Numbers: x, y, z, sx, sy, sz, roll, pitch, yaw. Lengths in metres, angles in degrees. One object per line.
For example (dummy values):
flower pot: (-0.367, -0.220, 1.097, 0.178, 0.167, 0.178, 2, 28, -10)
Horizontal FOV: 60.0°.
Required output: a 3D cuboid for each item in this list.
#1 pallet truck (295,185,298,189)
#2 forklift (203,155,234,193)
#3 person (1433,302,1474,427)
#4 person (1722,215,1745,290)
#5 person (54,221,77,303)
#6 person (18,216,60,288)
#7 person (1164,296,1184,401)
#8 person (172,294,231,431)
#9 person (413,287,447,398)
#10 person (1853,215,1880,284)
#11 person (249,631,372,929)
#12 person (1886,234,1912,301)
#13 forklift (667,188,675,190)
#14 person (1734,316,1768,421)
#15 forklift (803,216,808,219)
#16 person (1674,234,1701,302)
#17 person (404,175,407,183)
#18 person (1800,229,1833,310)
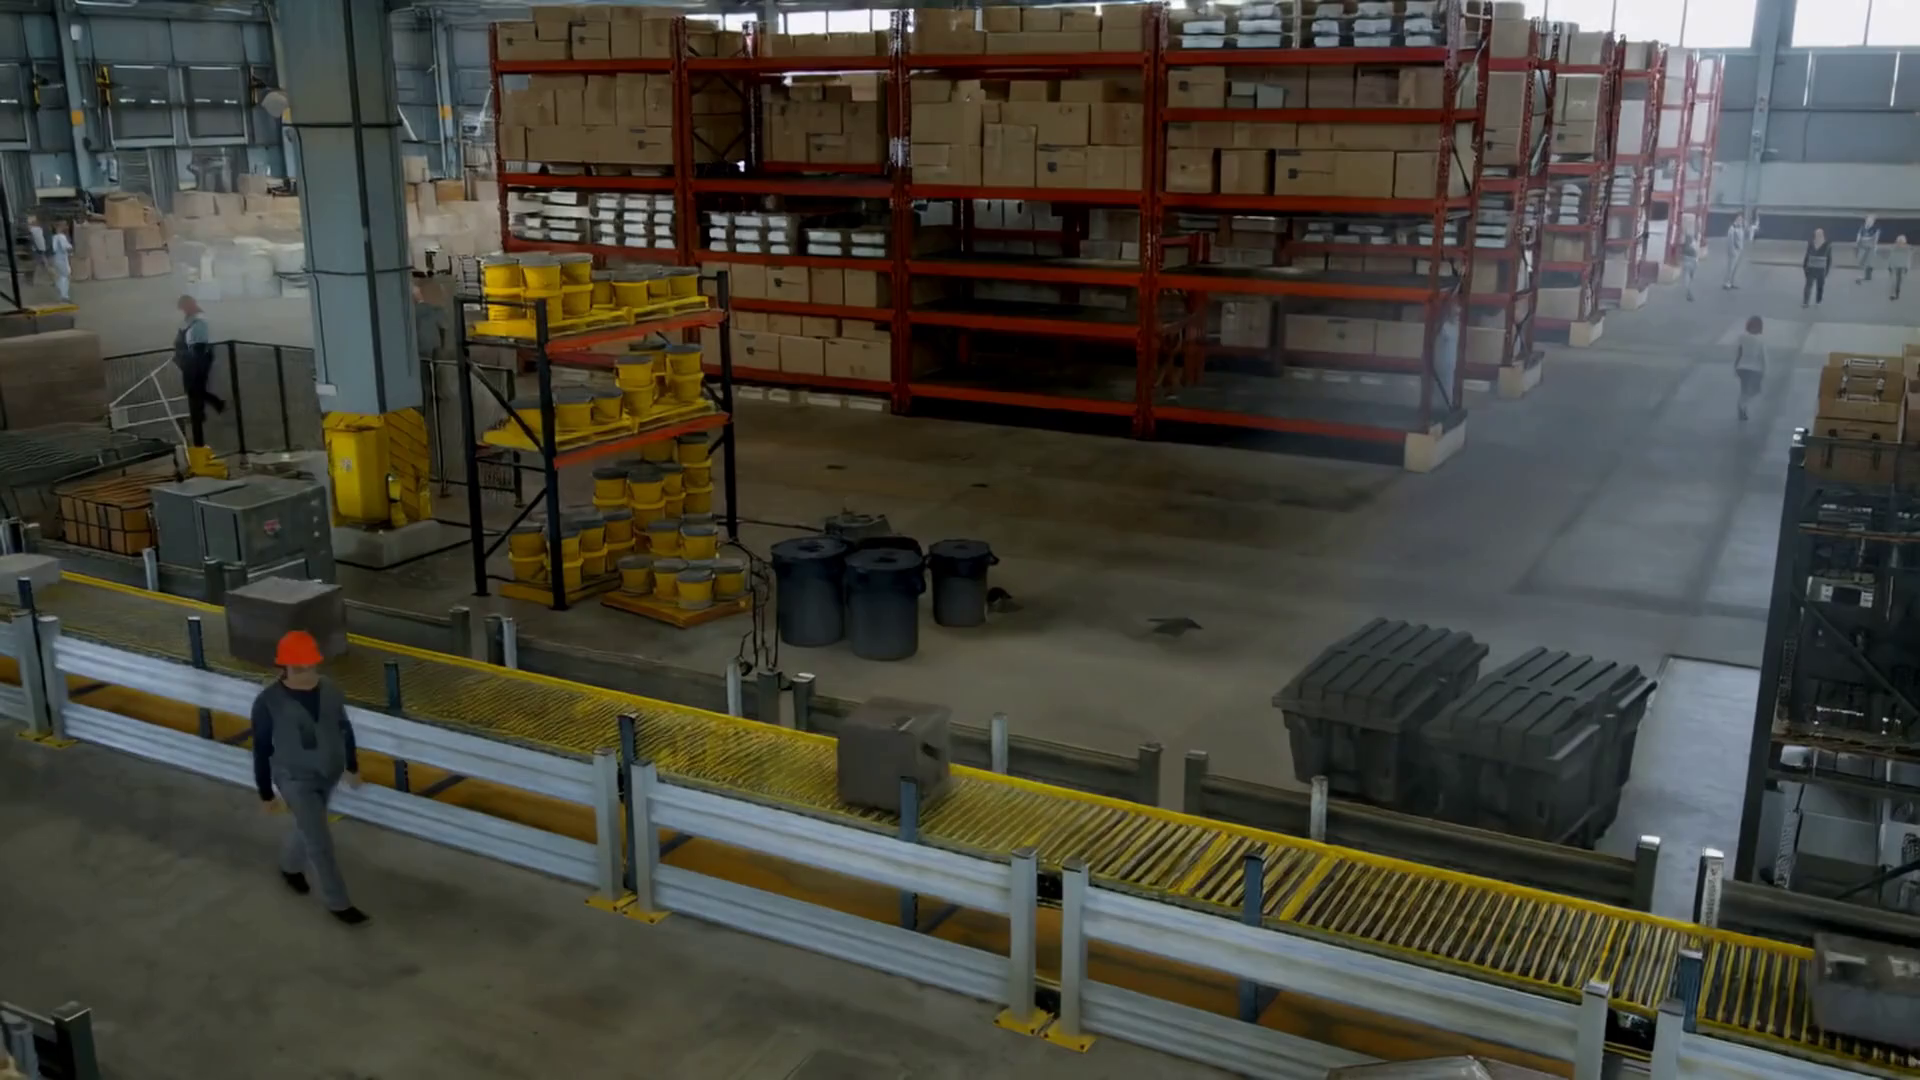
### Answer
pallet truck: (-26.804, -14.617, 69.738, 1.885, 1.965, 0.823, -14, 20, -42)
forklift: (-26.676, -12.494, 60.067, 1.129, 2.768, 1.873, 3, 15, 11)
person: (7.355, -2.584, 24.717, 0.661, 1.887, 0.587, -14, 20, -42)
person: (19.920, -7.392, 42.751, 0.639, 1.910, 0.407, -10, 18, -34)
person: (-21.583, -6.696, 40.054, 0.388, 1.957, 0.606, -12, 19, -37)
person: (-23.939, -7.467, 43.128, 1.019, 1.863, 0.612, -4, 15, -13)
person: (3.475, -3.114, 27.075, 0.318, 1.697, 0.535, -3, 15, -11)
person: (-11.312, -2.656, 24.693, 0.669, 2.000, 0.697, -10, 18, -32)
person: (-8.802, -3.266, 27.472, 0.553, 1.789, 1.012, -9, 18, -32)
person: (24.148, -7.740, 44.230, 0.788, 1.825, 0.565, -6, 16, -23)
person: (-3.925, 1.386, 9.988, 0.915, 1.792, 0.606, 8, 17, 29)
person: (22.772, -6.614, 40.375, 0.518, 1.617, 0.366, 8, 17, 28)
forklift: (-8.538, -9.197, 47.675, 1.129, 2.768, 1.873, 8, 17, 28)
person: (11.941, -2.585, 25.218, 0.470, 1.616, 0.516, -9, 17, -30)
forklift: (-3.181, -4.748, 30.950, 1.873, 2.768, 1.129, 8, 17, 28)
person: (17.547, -6.538, 40.074, 0.601, 1.624, 0.468, 1, 15, 5)
person: (-24.107, -15.076, 71.687, 0.576, 1.883, 0.354, -8, 17, -27)
person: (20.018, -6.335, 38.852, 0.594, 1.876, 0.984, 12, 19, 37)
